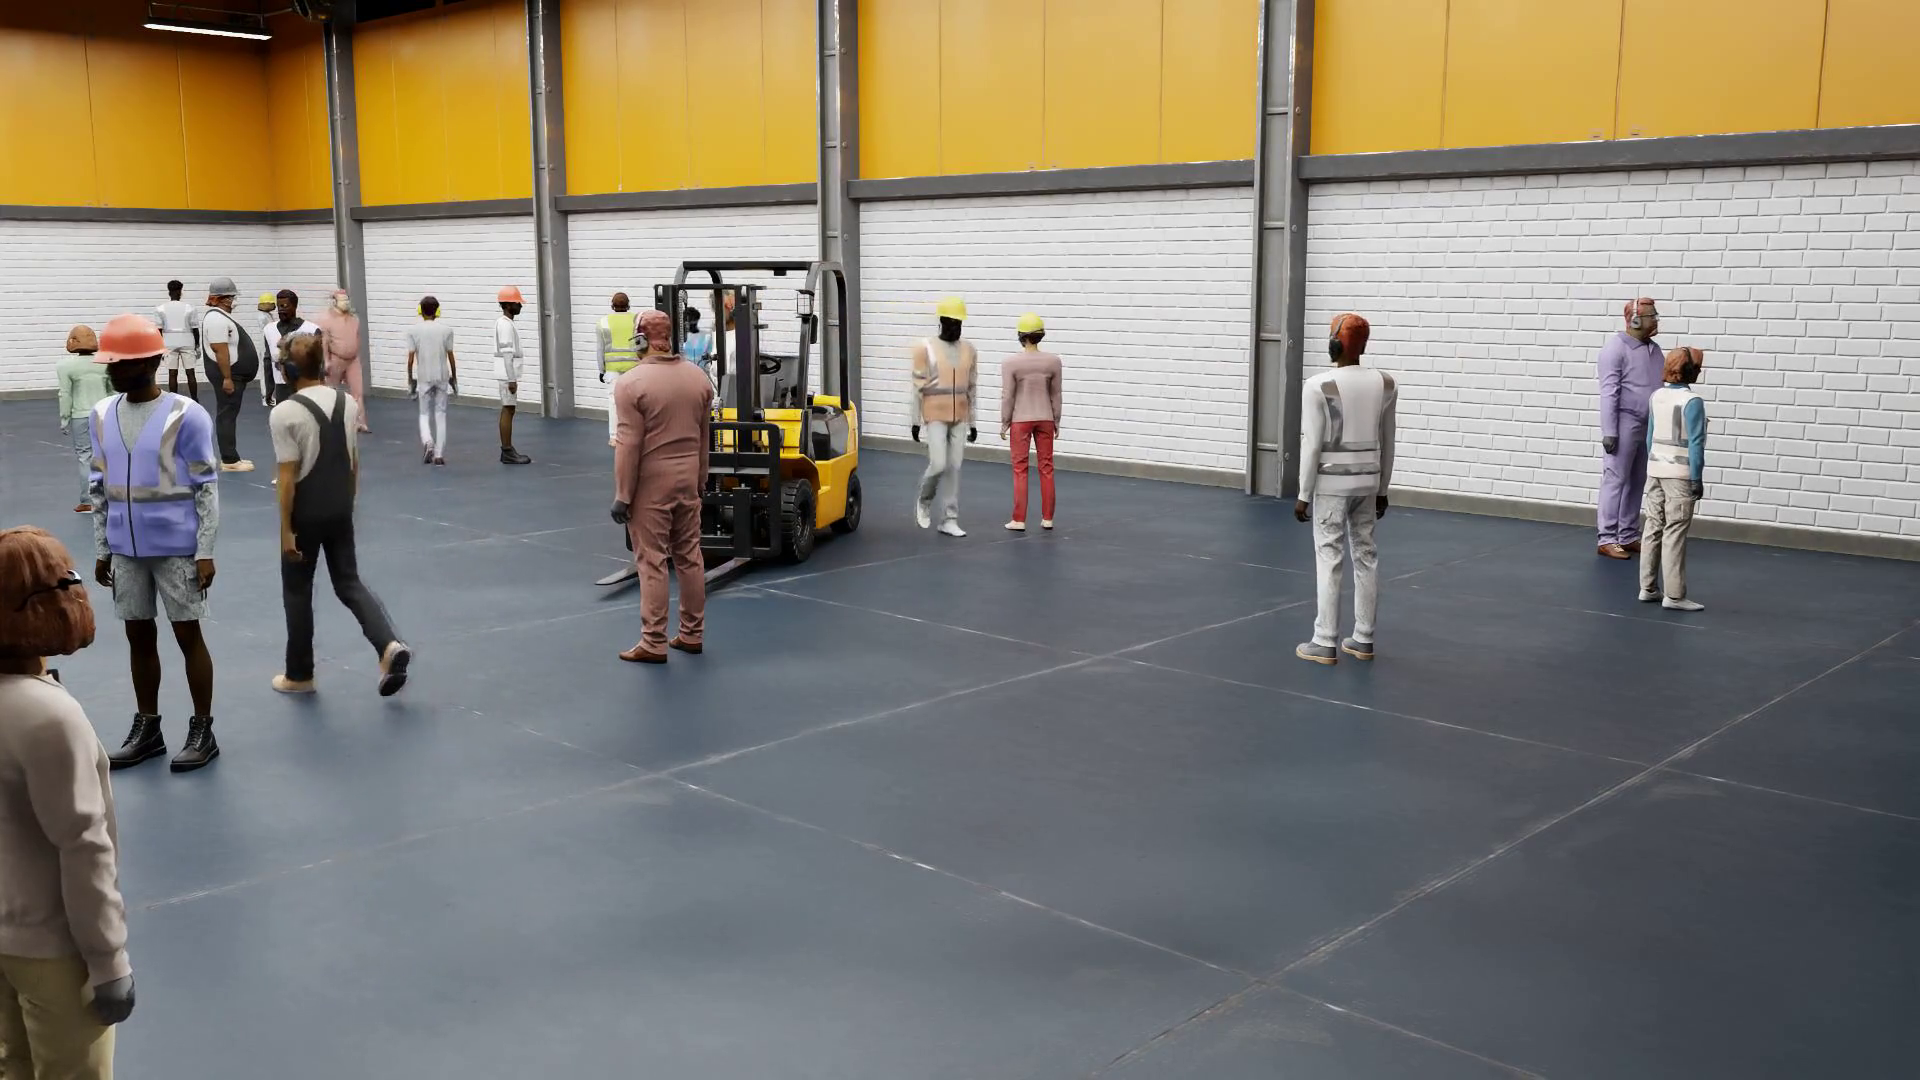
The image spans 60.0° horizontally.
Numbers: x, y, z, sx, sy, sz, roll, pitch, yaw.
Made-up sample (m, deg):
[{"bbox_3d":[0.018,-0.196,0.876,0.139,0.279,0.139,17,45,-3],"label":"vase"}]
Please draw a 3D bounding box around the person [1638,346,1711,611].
[{"bbox_3d":[4.463,-0.384,10.390,0.311,1.642,0.512,-2,9,-10],"label":"person"}]

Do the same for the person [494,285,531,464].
[{"bbox_3d":[-4.892,-1.797,18.142,0.373,1.939,0.545,-3,10,-16],"label":"person"}]

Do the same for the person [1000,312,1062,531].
[{"bbox_3d":[0.574,-0.950,13.469,0.532,1.772,0.300,-3,10,-18],"label":"person"}]

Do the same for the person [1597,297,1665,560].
[{"bbox_3d":[4.960,-0.821,12.240,0.651,1.913,0.410,-7,11,-35],"label":"person"}]

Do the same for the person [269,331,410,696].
[{"bbox_3d":[-3.090,-0.106,8.119,0.787,1.826,0.519,6,11,32],"label":"person"}]

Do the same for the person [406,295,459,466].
[{"bbox_3d":[-5.670,-1.710,17.918,0.512,1.843,0.404,-3,10,-18],"label":"person"}]

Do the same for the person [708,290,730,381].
[{"bbox_3d":[-2.550,-1.791,18.148,0.499,1.919,0.644,4,10,22],"label":"person"}]

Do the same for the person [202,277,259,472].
[{"bbox_3d":[-7.663,-1.745,17.510,0.539,2.000,0.689,-4,10,-24],"label":"person"}]

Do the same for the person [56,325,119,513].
[{"bbox_3d":[-7.578,-1.051,14.493,0.279,1.636,0.500,8,12,41],"label":"person"}]

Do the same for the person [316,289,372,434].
[{"bbox_3d":[-8.042,-2.315,21.547,0.932,1.877,0.642,7,12,37],"label":"person"}]

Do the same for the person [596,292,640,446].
[{"bbox_3d":[-4.039,-2.046,19.961,0.625,1.846,0.429,-2,9,-12],"label":"person"}]

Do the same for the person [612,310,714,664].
[{"bbox_3d":[-1.630,-0.285,8.991,0.409,1.903,0.639,7,12,37],"label":"person"}]

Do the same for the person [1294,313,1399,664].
[{"bbox_3d":[2.068,-0.271,8.954,0.578,1.884,0.353,-4,10,-21],"label":"person"}]

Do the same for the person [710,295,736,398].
[{"bbox_3d":[-2.075,-1.283,15.161,0.342,1.880,0.579,-9,13,-43],"label":"person"}]

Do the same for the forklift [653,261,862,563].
[{"bbox_3d":[-1.552,-1.040,12.721,1.214,2.155,2.313,2,9,11],"label":"forklift"}]

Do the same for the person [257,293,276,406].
[{"bbox_3d":[-10.747,-2.964,25.893,0.297,1.745,0.484,-1,9,-8],"label":"person"}]

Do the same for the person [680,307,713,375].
[{"bbox_3d":[-3.222,-1.998,20.234,0.587,1.643,0.803,-3,10,-17],"label":"person"}]

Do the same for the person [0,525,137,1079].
[{"bbox_3d":[-1.772,0.782,3.252,0.498,1.636,0.285,7,12,38],"label":"person"}]

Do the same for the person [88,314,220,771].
[{"bbox_3d":[-3.408,0.022,7.003,0.551,1.933,0.371,1,9,8],"label":"person"}]

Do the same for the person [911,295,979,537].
[{"bbox_3d":[-0.110,-0.978,13.165,0.596,1.914,0.448,-6,11,-31],"label":"person"}]

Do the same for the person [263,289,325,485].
[{"bbox_3d":[-6.545,-1.497,16.365,0.600,1.917,0.376,1,9,5],"label":"person"}]

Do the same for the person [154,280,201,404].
[{"bbox_3d":[-11.579,-2.869,24.654,0.608,1.958,0.399,-3,10,-19],"label":"person"}]
